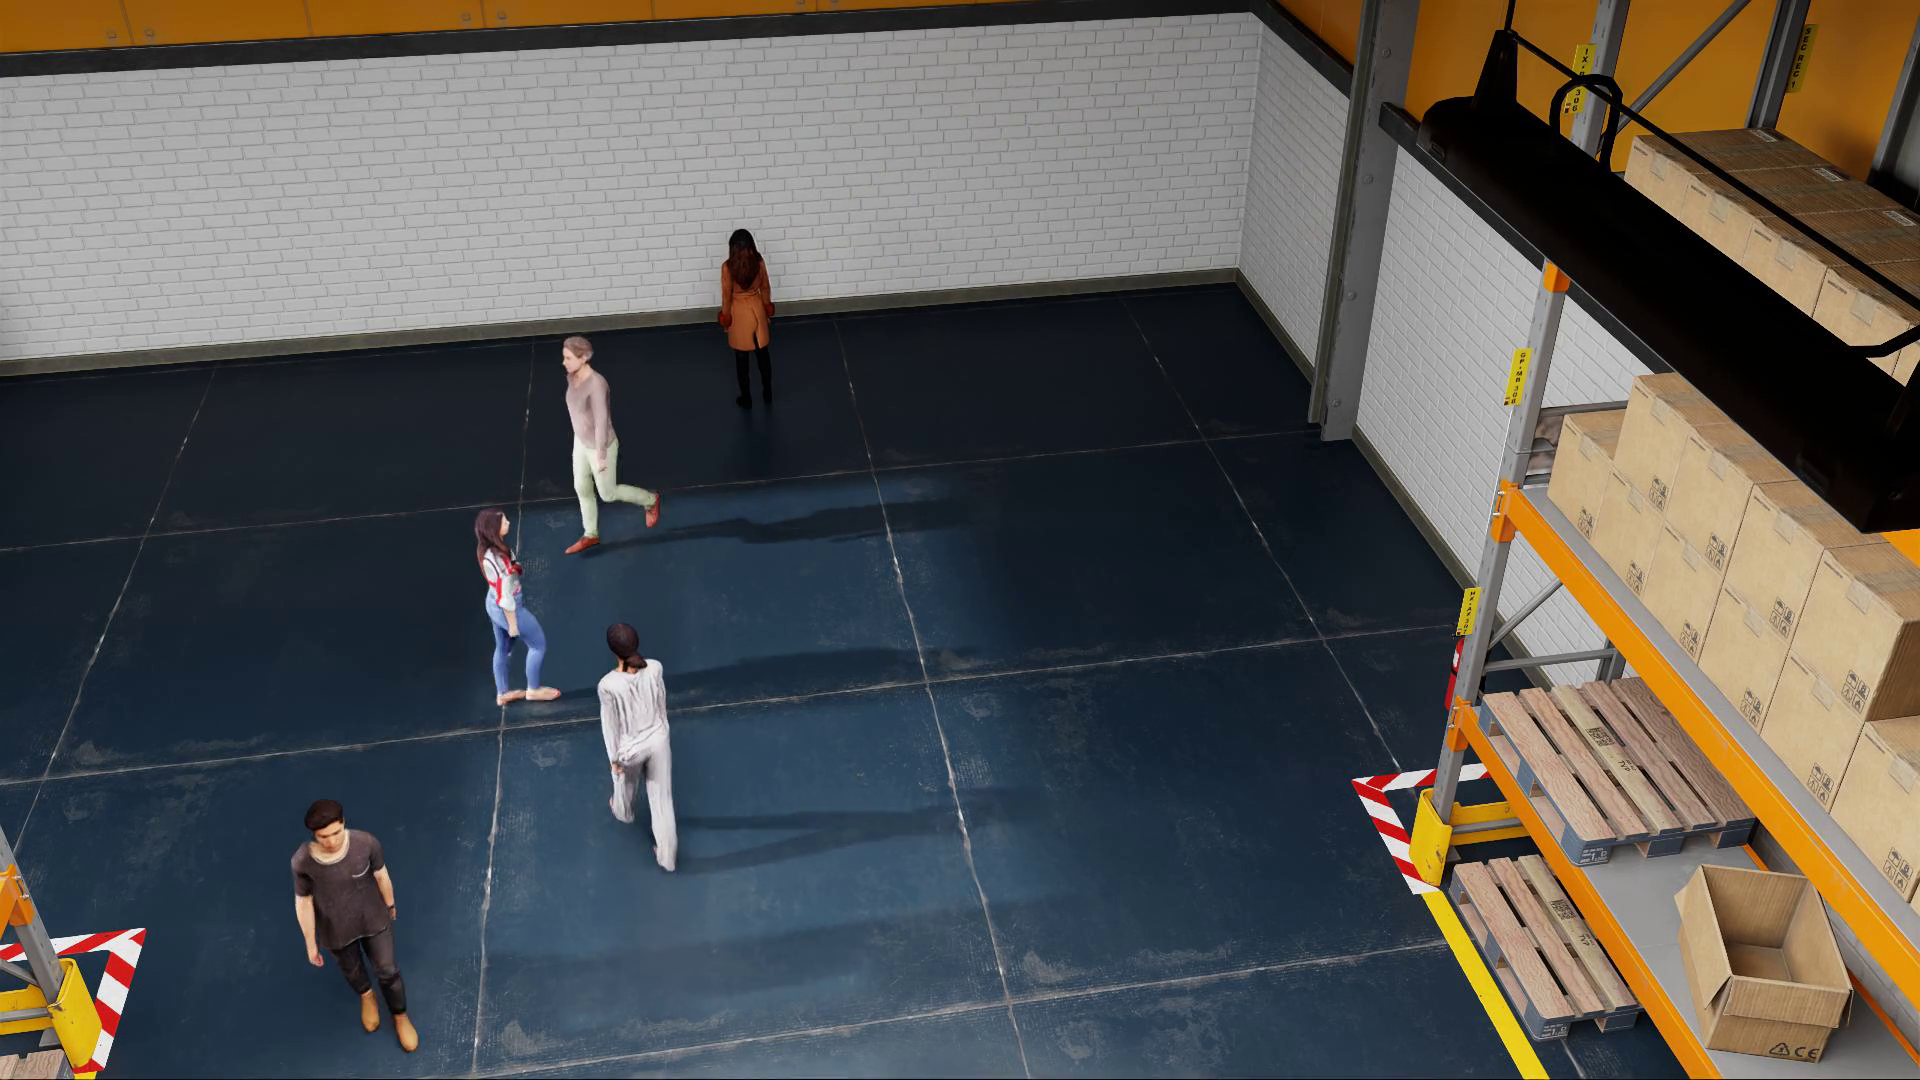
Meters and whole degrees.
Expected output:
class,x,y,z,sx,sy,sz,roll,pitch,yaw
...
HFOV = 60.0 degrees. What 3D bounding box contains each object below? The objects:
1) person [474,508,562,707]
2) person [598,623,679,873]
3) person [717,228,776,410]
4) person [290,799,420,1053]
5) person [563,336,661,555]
class,x,y,z,sx,sy,sz,roll,pitch,yaw
person,-3.170,0.495,11.366,0.778,1.598,0.702,-20,38,-27
person,-1.884,1.292,10.035,0.782,1.744,1.046,-16,37,-22
person,-1.921,-2.001,15.011,0.755,1.720,0.687,-15,36,-21
person,-3.317,1.991,9.026,0.703,1.697,0.806,-11,35,-15
person,-2.775,-0.762,13.028,1.088,1.852,1.110,-28,42,-35
